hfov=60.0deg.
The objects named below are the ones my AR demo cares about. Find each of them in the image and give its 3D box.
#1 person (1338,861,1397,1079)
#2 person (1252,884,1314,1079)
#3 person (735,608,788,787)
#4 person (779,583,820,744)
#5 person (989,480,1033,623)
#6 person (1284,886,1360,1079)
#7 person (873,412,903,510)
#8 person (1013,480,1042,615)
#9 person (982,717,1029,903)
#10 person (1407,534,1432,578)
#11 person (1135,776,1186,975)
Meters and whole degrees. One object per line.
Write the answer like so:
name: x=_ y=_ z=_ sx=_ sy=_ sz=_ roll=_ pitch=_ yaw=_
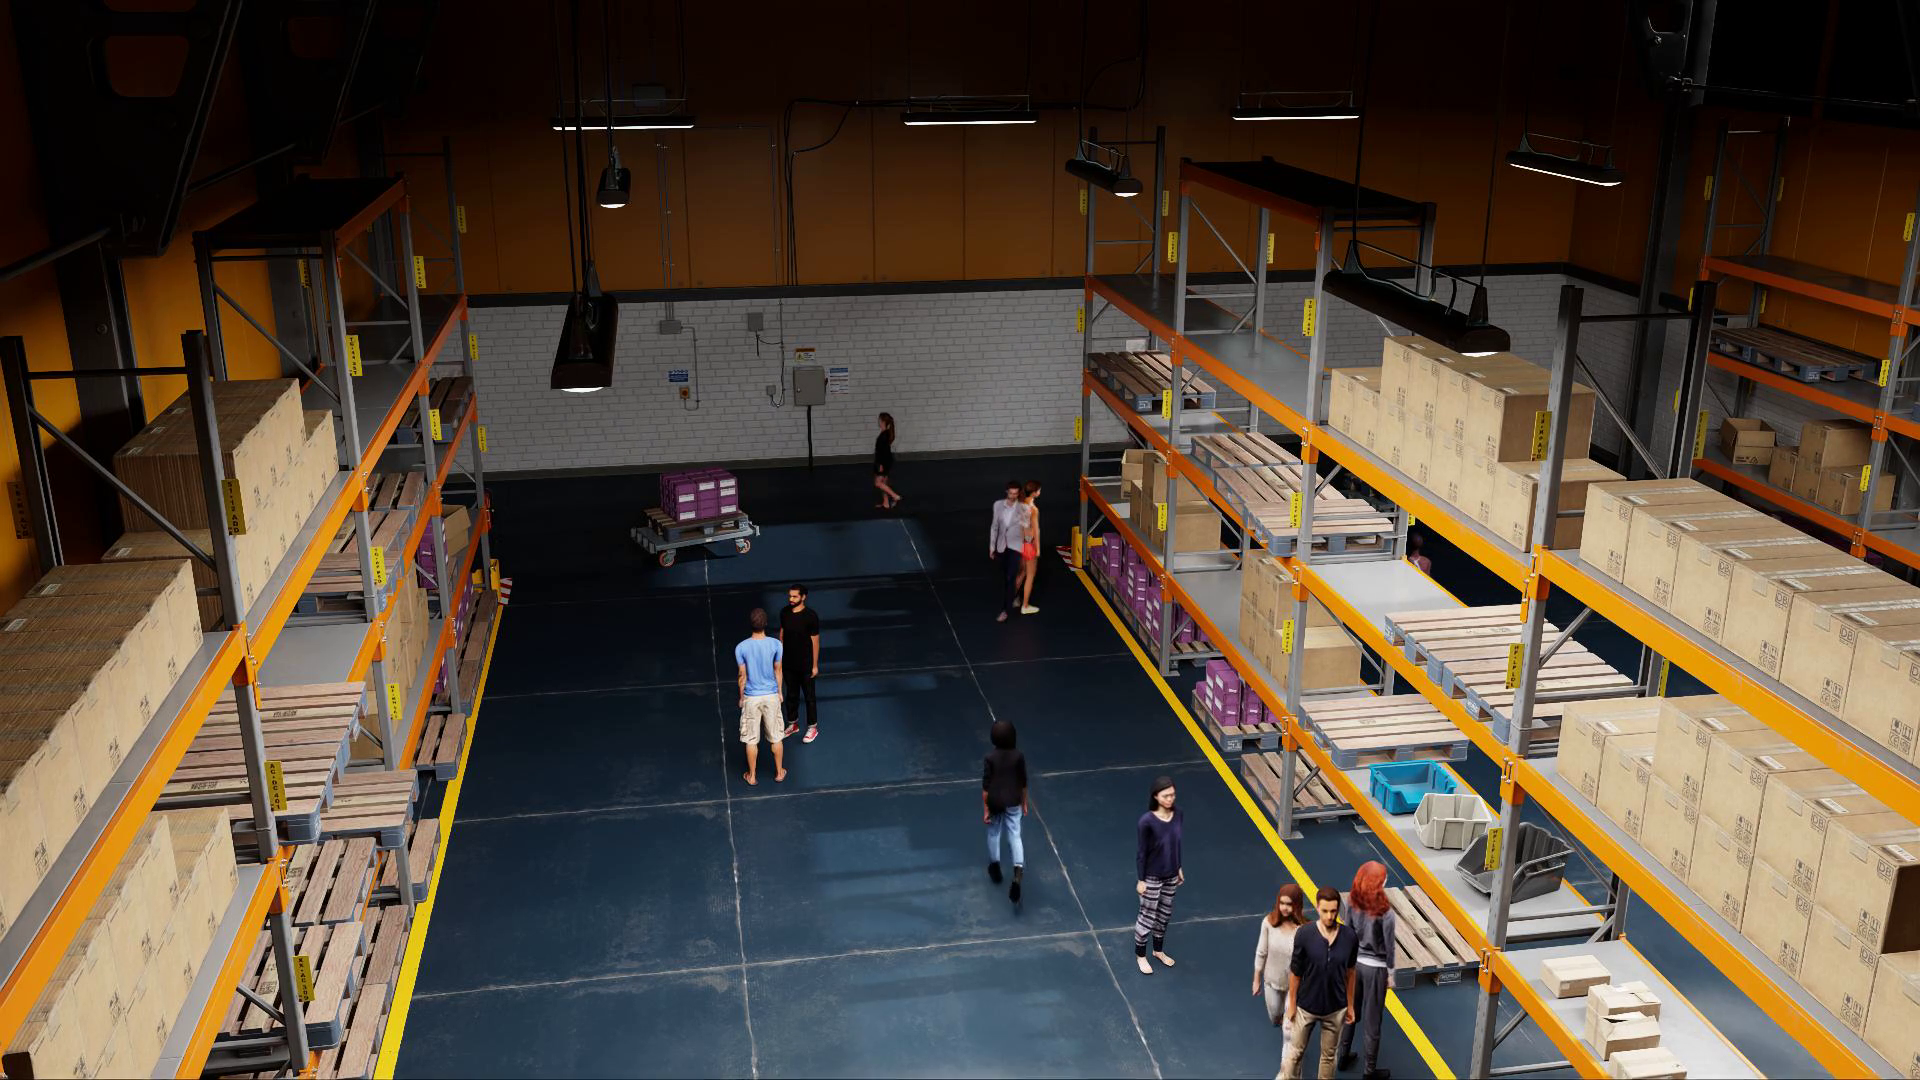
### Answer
person: x=2.996 y=3.163 z=12.257 sx=0.714 sy=1.779 sz=0.602 roll=-15 pitch=24 yaw=-38
person: x=2.428 y=3.224 z=12.236 sx=0.975 sy=1.676 sz=1.106 roll=7 pitch=20 yaw=19
person: x=-2.010 y=1.579 z=16.825 sx=0.655 sy=1.864 sz=0.578 roll=-5 pitch=19 yaw=-14
person: x=-1.723 y=1.294 z=17.837 sx=0.725 sy=1.759 sz=0.750 roll=8 pitch=20 yaw=22
person: x=0.684 y=0.083 z=21.361 sx=1.093 sy=1.805 sz=1.207 roll=10 pitch=21 yaw=27
person: x=2.553 y=3.277 z=11.793 sx=0.673 sy=1.859 sz=0.595 roll=0 pitch=19 yaw=1
person: x=-1.095 y=-1.193 z=25.559 sx=0.745 sy=1.544 sz=0.725 roll=4 pitch=19 yaw=12
person: x=0.843 y=0.103 z=21.359 sx=0.778 sy=1.768 sz=0.692 roll=-15 pitch=24 yaw=-38
person: x=0.401 y=2.396 z=14.703 sx=0.563 sy=1.671 sz=1.017 roll=-3 pitch=19 yaw=-10
person: x=5.249 y=0.830 z=19.251 sx=0.666 sy=1.736 sz=1.107 roll=-5 pitch=19 yaw=-15
person: x=1.635 y=2.717 z=13.653 sx=0.671 sy=1.733 sz=0.631 roll=-10 pitch=21 yaw=-28
